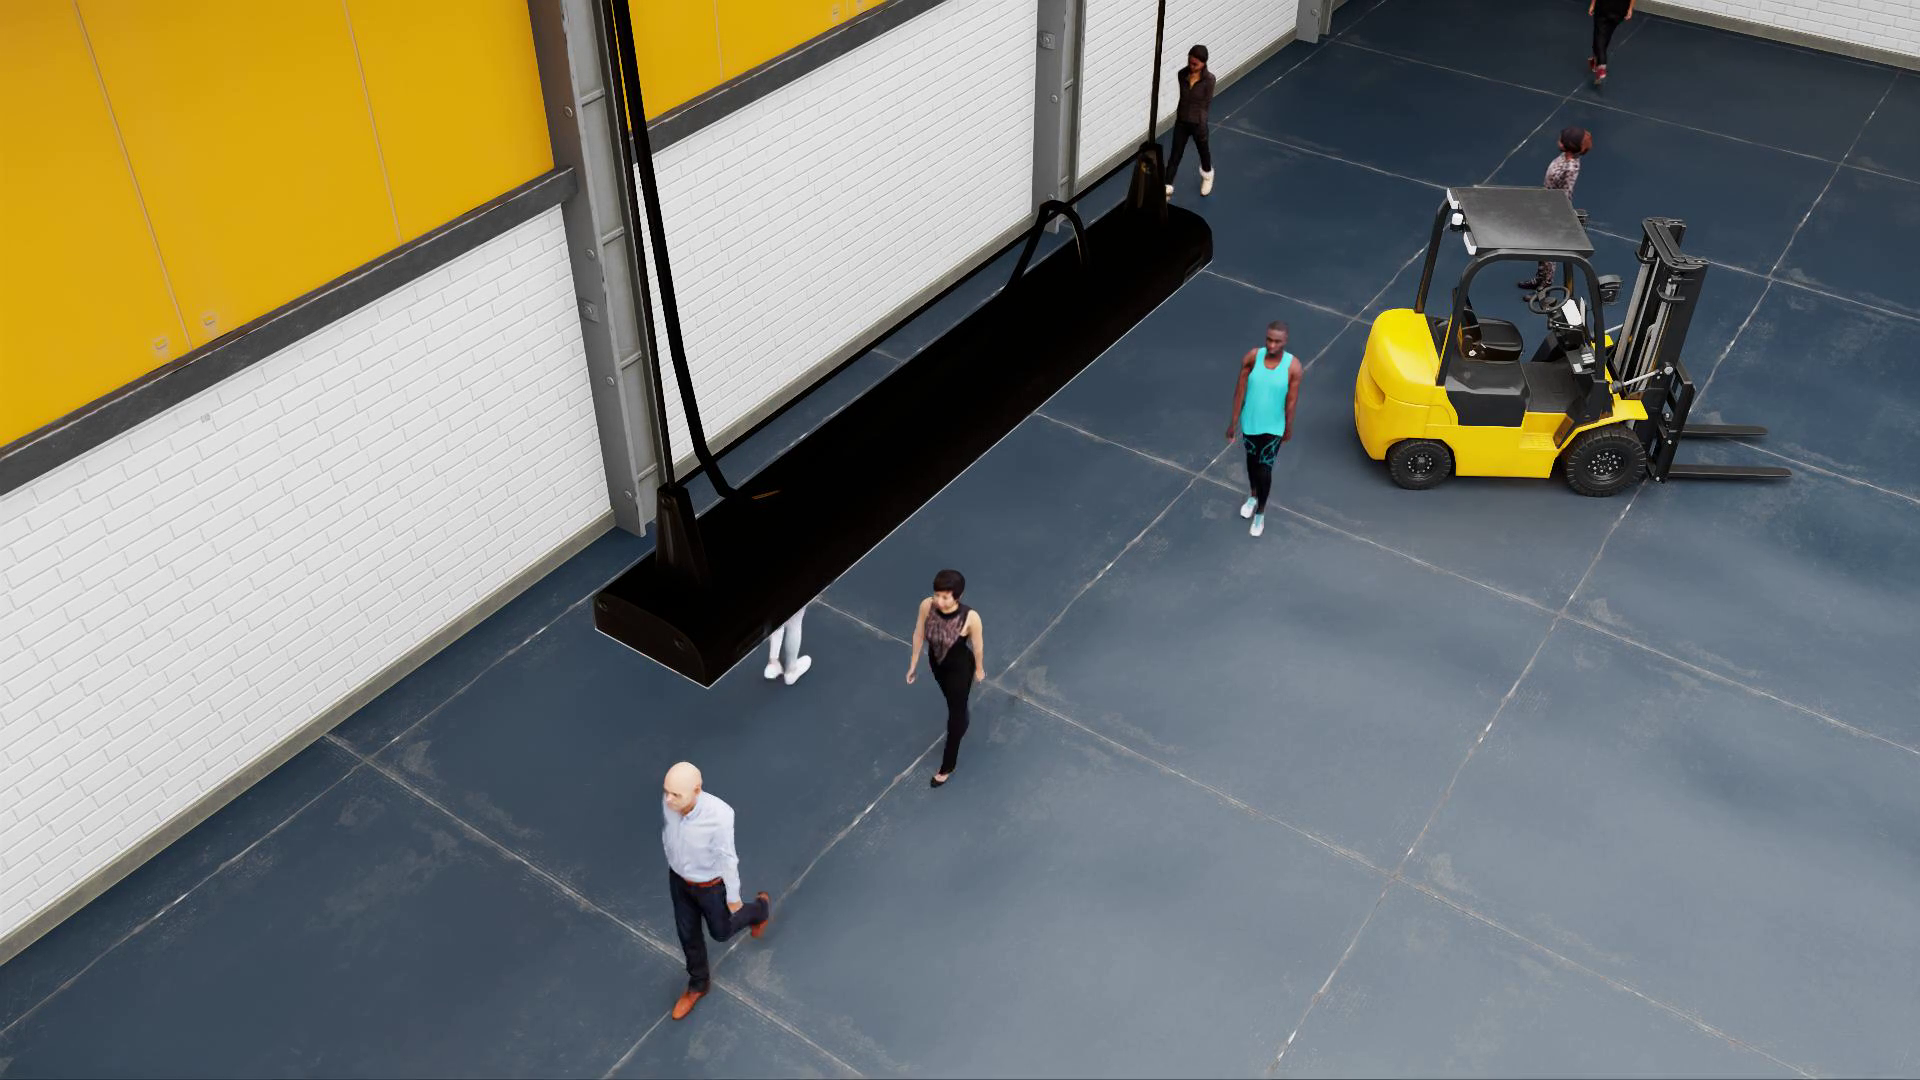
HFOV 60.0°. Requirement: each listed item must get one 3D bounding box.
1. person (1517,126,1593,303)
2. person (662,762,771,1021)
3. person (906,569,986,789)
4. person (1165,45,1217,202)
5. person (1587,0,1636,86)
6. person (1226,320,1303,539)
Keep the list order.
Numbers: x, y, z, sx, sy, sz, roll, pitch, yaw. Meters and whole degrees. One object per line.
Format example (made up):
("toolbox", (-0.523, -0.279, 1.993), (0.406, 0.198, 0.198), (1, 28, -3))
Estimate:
("person", (5.478, -2.998, 15.270), (0.715, 1.717, 0.610), (5, 39, 7))
("person", (-1.375, 1.838, 9.170), (0.688, 1.773, 1.065), (20, 43, 23))
("person", (-0.014, 0.764, 10.675), (0.623, 1.572, 0.917), (21, 43, 25))
("person", (2.283, -4.137, 16.745), (0.597, 1.656, 1.032), (22, 44, 25))
("person", (7.522, -6.118, 19.162), (1.014, 1.736, 1.190), (1, 39, 2))
("person", (2.330, -0.927, 12.615), (0.636, 1.794, 0.746), (20, 43, 23))
